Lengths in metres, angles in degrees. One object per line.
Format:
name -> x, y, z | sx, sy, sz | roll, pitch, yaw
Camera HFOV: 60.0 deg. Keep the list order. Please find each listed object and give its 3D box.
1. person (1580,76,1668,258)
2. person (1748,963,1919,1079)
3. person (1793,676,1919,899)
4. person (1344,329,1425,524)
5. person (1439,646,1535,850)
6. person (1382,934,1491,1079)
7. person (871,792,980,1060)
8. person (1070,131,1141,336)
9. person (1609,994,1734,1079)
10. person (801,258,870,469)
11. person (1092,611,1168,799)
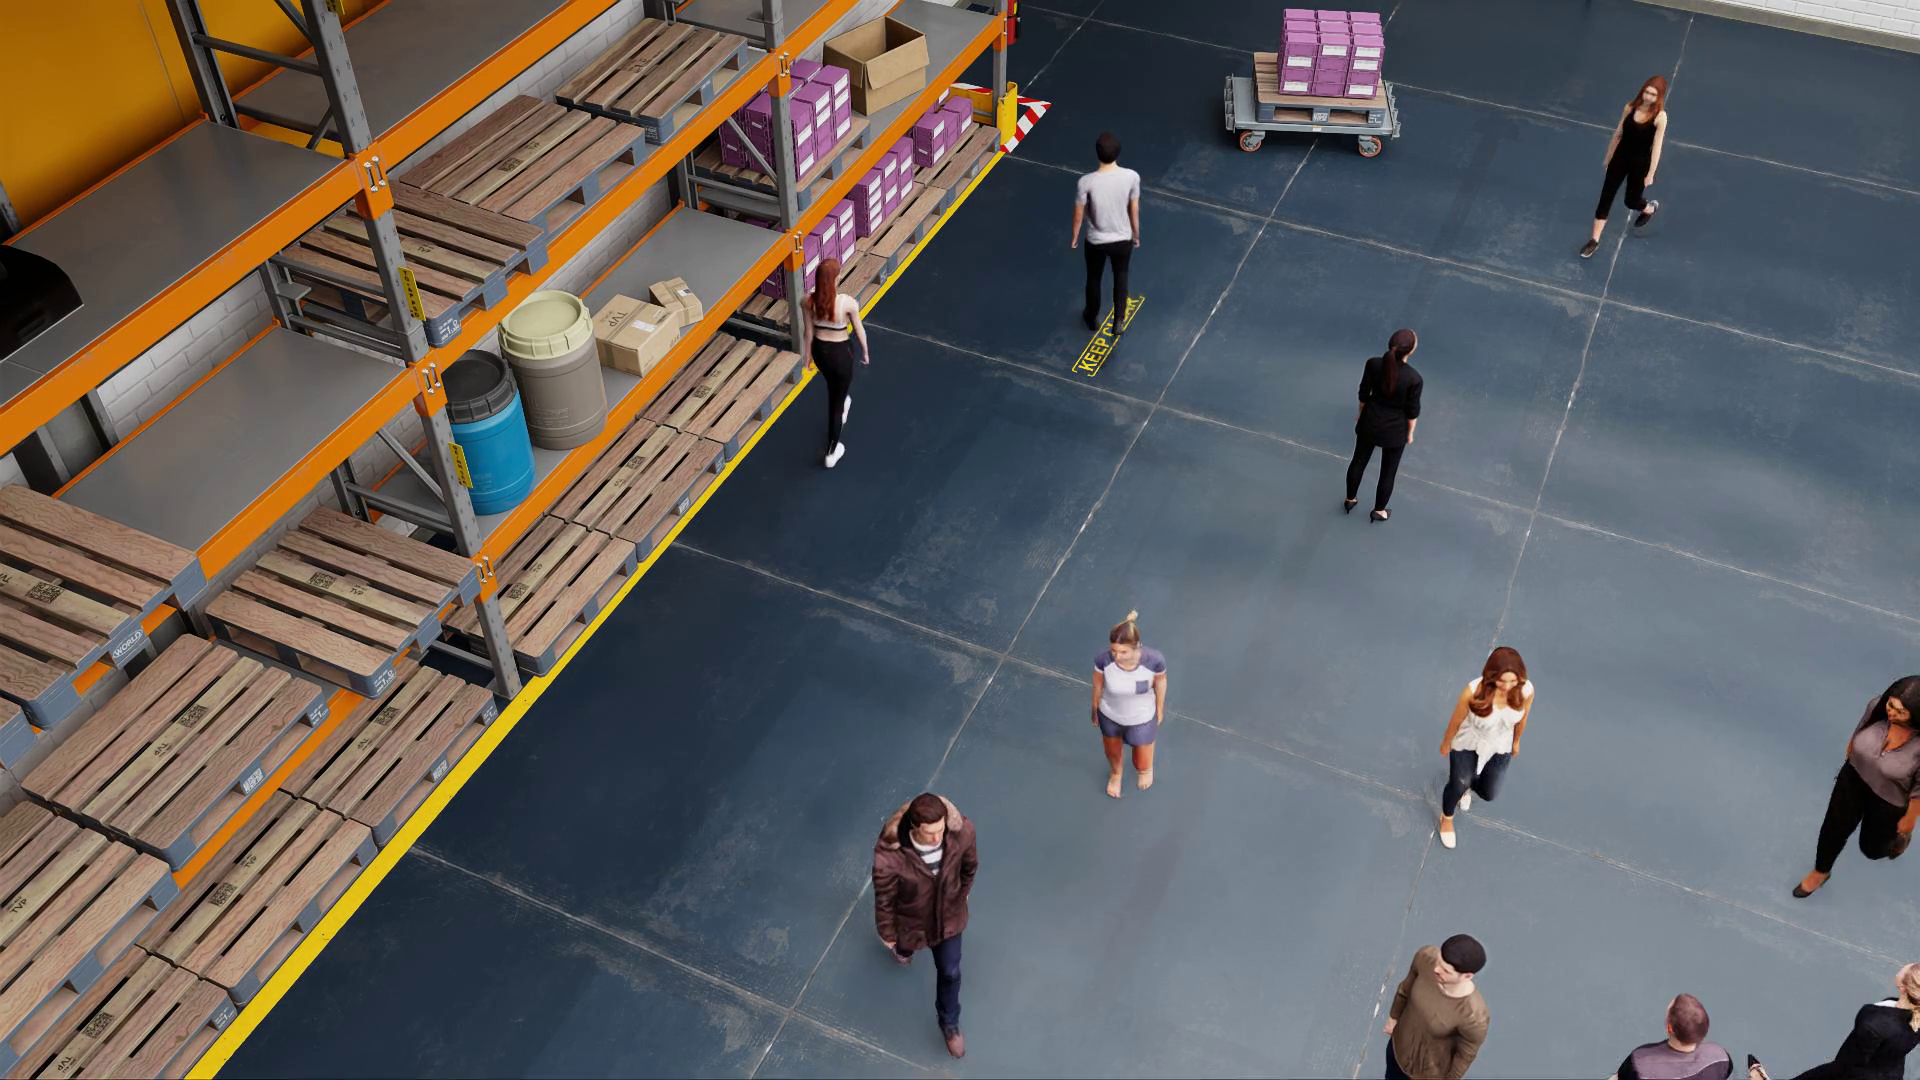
person -> 5.875, -3.268, 14.406 | 1.124, 1.697, 0.885 | -29, 51, -27
person -> 4.475, 2.725, 8.145 | 1.011, 1.655, 1.155 | -9, 44, -9
person -> 5.251, 1.403, 9.421 | 1.096, 1.810, 1.007 | -23, 48, -22
person -> 3.011, -0.804, 11.846 | 0.646, 1.662, 0.617 | 27, 50, 26
person -> 3.041, 1.126, 9.748 | 0.786, 1.761, 0.882 | 0, 44, 0
person -> 2.306, 2.512, 8.201 | 0.767, 1.887, 0.736 | -20, 47, -20
person -> -0.226, 1.916, 8.881 | 1.212, 1.812, 1.274 | -14, 45, -14
person -> 1.198, -2.387, 13.366 | 0.925, 1.855, 1.004 | -3, 44, -3
person -> 3.318, 2.861, 7.897 | 1.038, 1.802, 1.191 | -3, 44, -3
person -> -0.964, -1.268, 12.292 | 0.707, 1.718, 1.030 | 10, 45, 11
person -> 1.025, 1.003, 9.993 | 0.636, 1.600, 0.705 | 6, 44, 6
